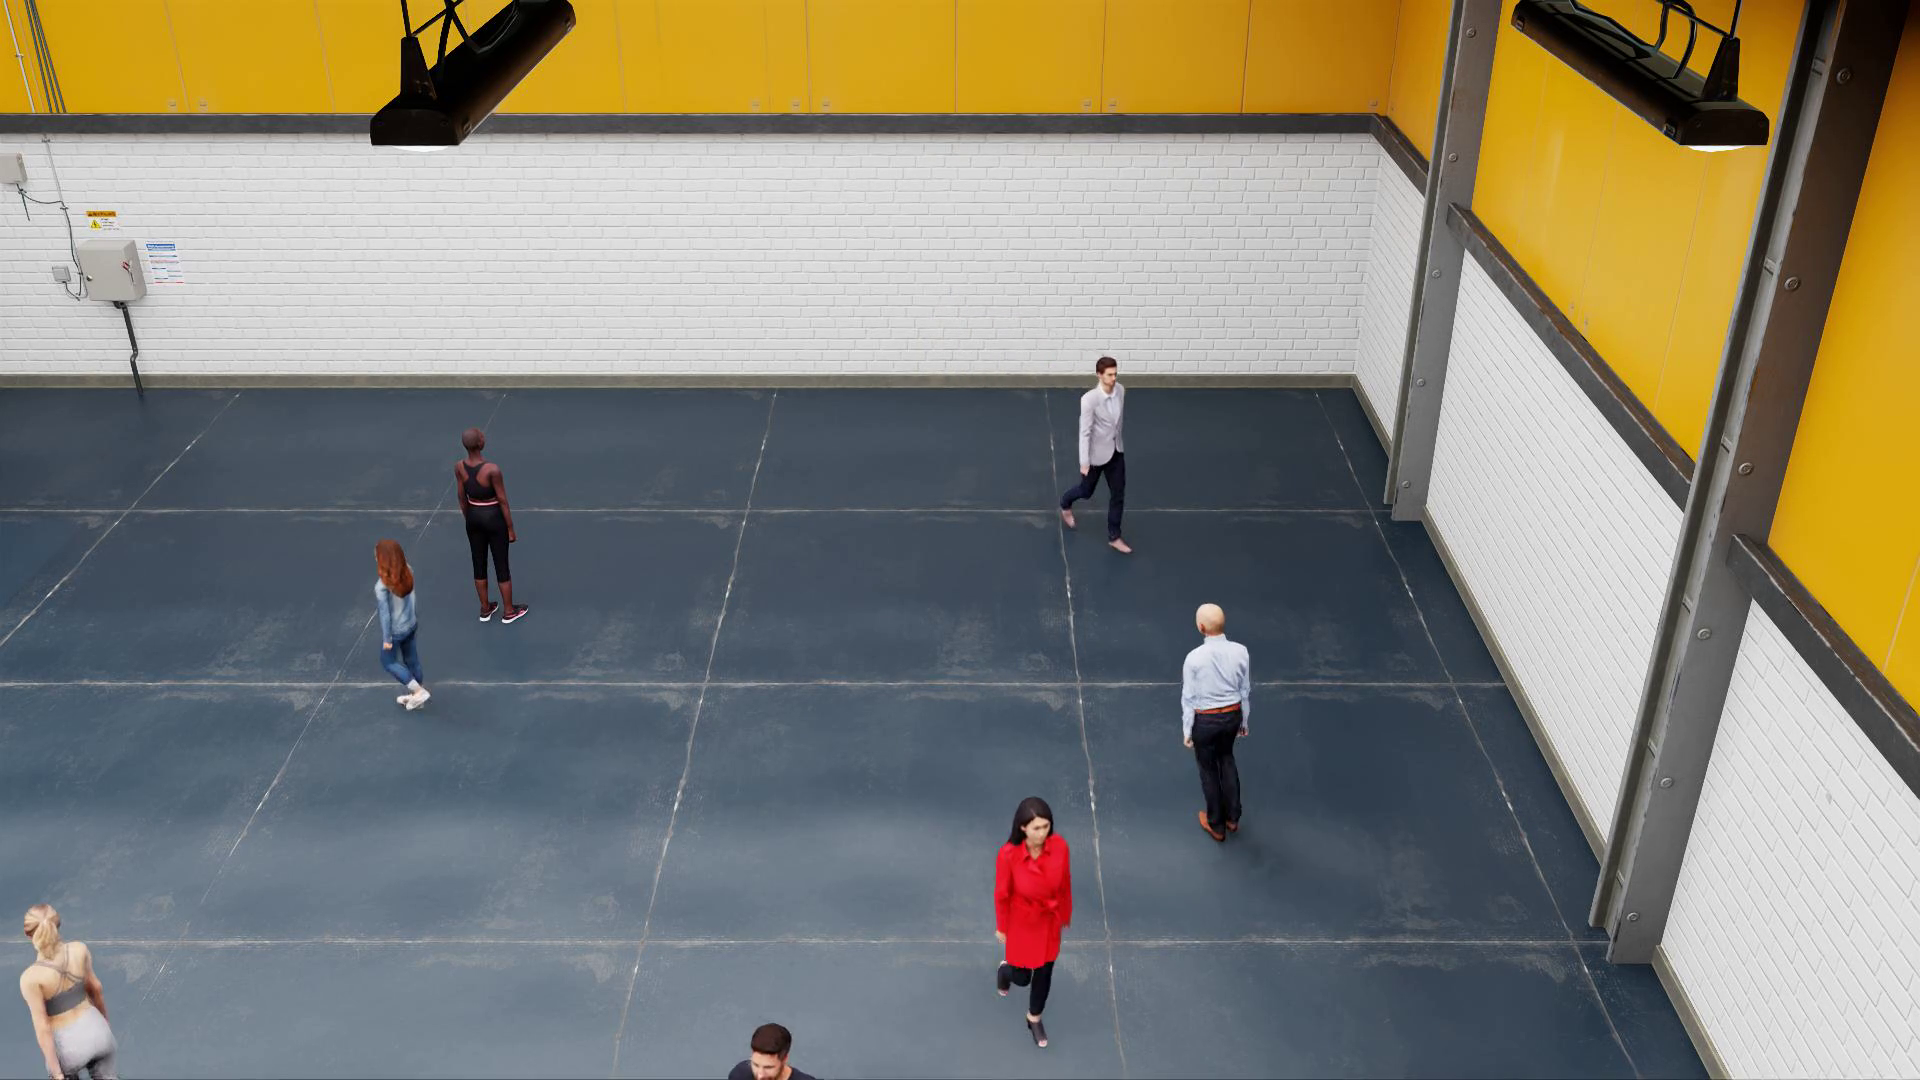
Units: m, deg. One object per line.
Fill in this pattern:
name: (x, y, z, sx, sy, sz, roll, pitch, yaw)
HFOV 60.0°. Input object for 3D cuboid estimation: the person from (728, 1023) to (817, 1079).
person: (-0.875, 2.990, 8.078, 0.929, 1.826, 1.334, 9, 30, 17)

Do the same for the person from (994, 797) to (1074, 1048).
person: (0.390, 2.172, 9.669, 0.771, 1.738, 0.889, -11, 30, -19)

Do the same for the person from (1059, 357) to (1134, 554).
person: (1.233, -0.815, 15.061, 1.121, 1.818, 1.273, -19, 34, -30)

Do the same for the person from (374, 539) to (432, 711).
person: (-4.222, 0.671, 12.698, 0.725, 1.472, 0.606, 9, 30, 16)

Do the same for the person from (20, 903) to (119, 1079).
person: (-4.595, 2.710, 8.765, 0.830, 1.660, 0.784, 13, 31, 22)

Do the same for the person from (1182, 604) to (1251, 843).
person: (1.750, 1.294, 11.260, 0.717, 1.755, 0.744, -3, 29, -6)

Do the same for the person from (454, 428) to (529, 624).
person: (-3.958, -0.127, 13.862, 0.638, 1.758, 0.598, 6, 29, 11)
